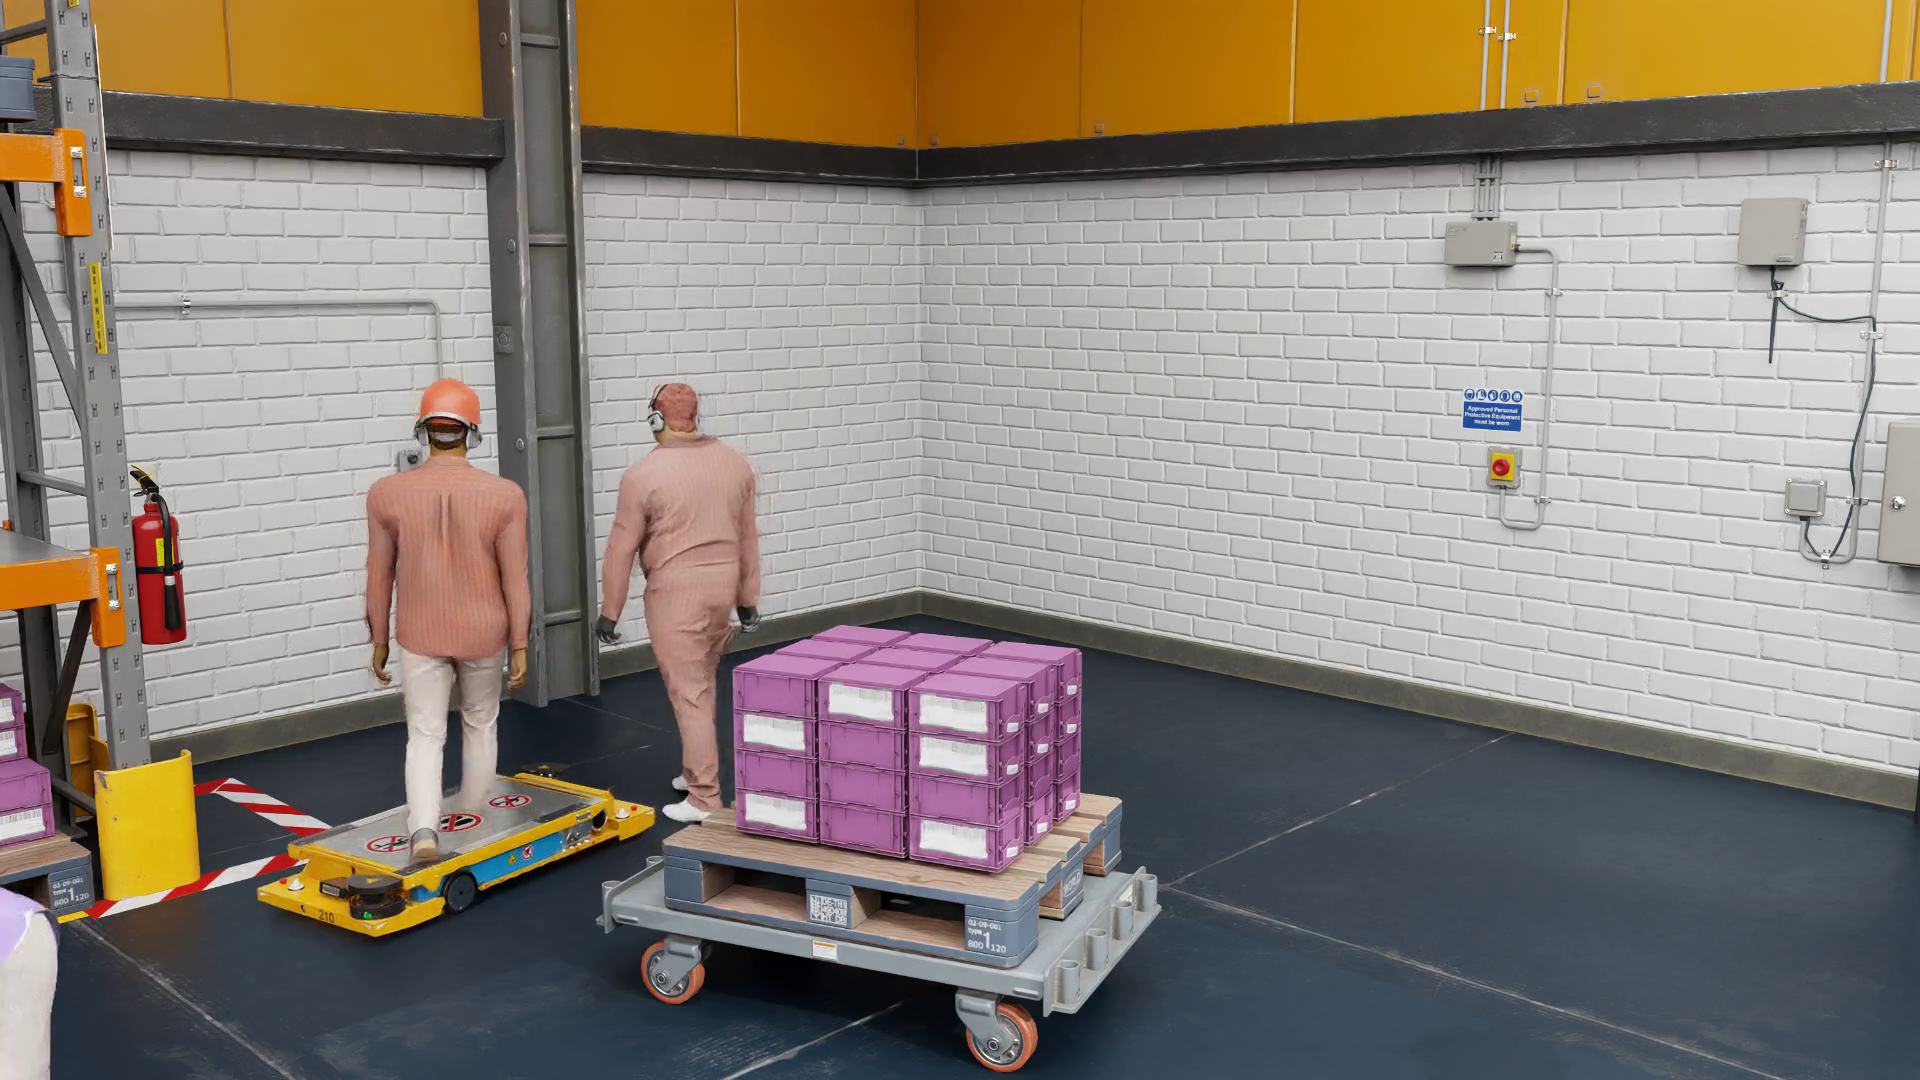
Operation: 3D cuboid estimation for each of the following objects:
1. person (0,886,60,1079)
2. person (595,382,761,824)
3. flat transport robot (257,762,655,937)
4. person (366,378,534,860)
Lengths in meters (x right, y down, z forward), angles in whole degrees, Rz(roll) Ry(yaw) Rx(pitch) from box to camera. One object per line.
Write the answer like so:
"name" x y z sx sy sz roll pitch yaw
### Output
"person" -1.594 1.072 2.495 0.588 1.797 0.963 -1 9 -3
"person" -1.223 0.265 7.182 0.714 1.870 0.678 8 12 40
"flat transport robot" -1.929 1.174 6.523 0.652 0.197 1.431 6 11 31
"person" -1.955 0.357 6.390 0.622 1.950 0.854 -2 10 -14
